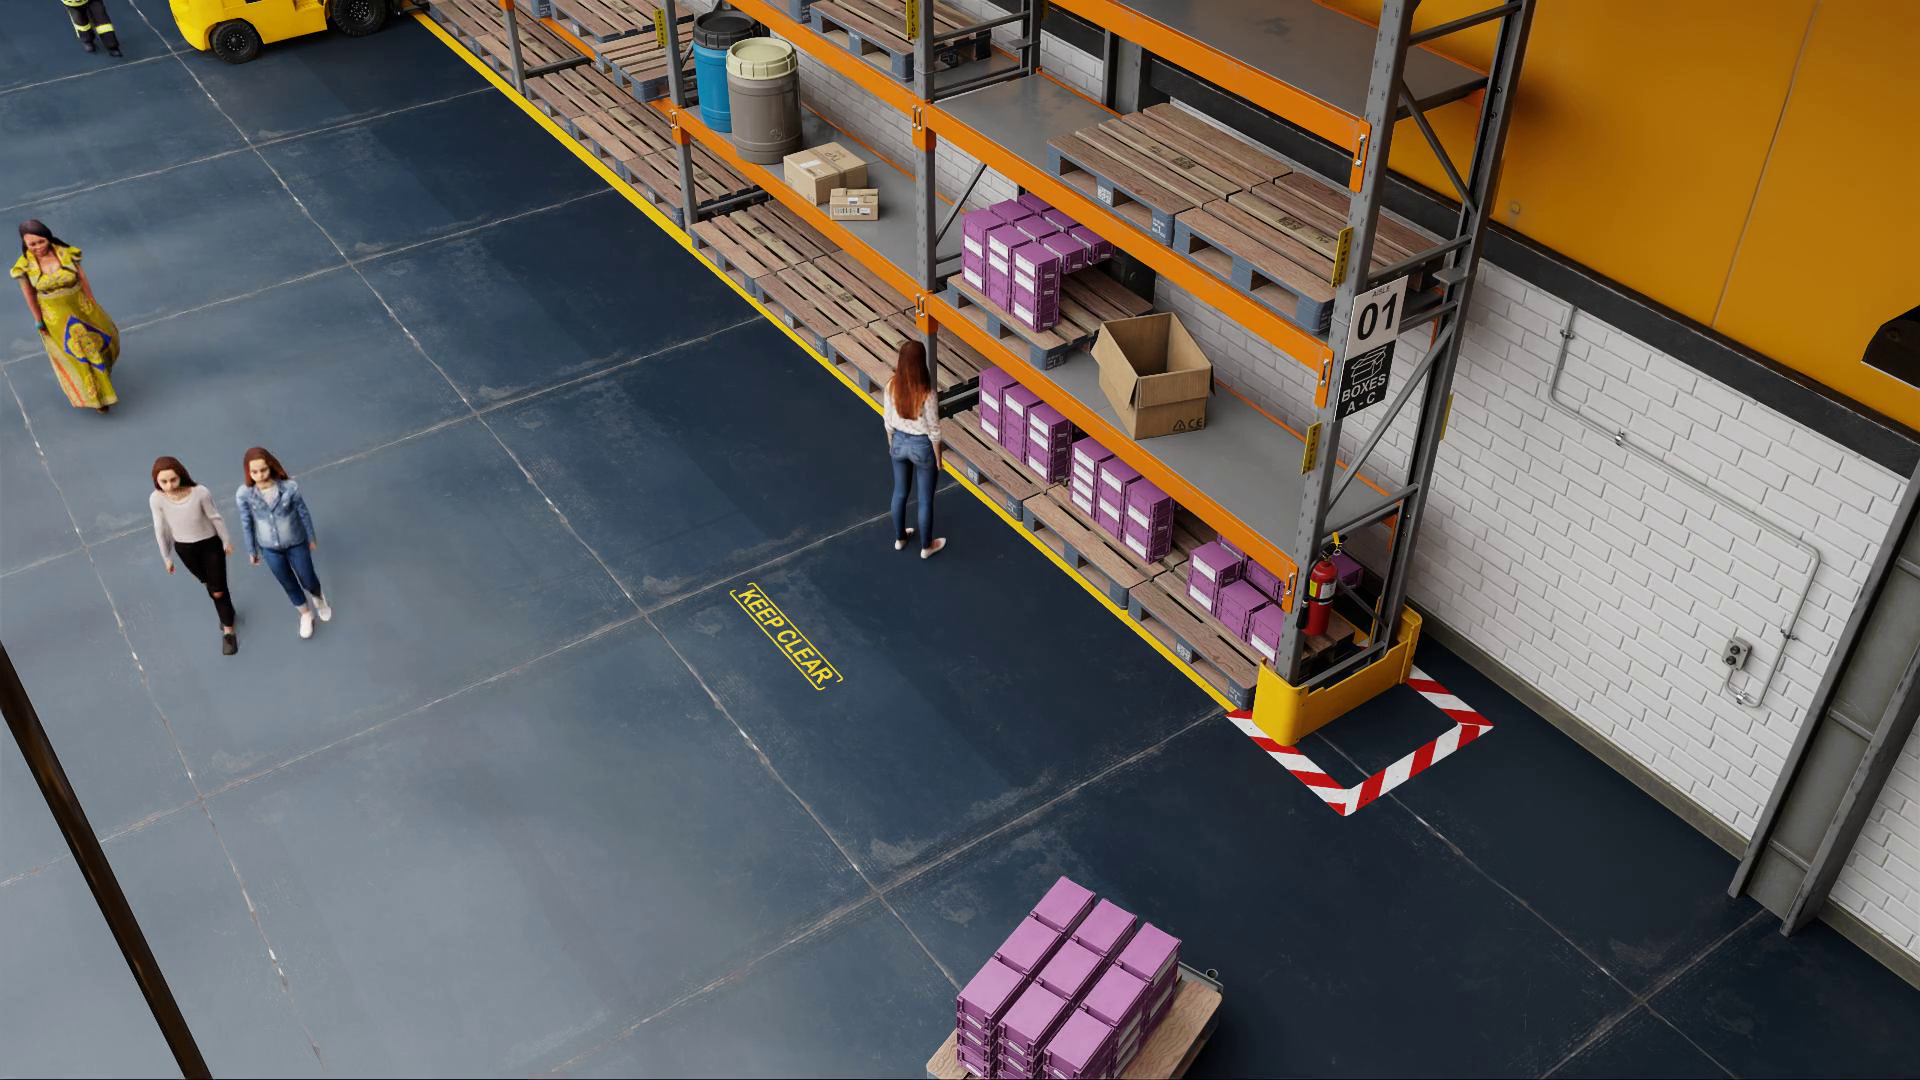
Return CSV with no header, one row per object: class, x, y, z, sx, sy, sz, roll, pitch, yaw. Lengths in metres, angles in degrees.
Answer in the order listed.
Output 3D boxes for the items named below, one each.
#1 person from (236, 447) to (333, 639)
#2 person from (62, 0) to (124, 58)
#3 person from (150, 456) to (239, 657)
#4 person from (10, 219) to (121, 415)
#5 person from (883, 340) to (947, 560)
person,-4.487,-0.025,11.028,0.652,1.469,0.660,-9,39,-11
person,-9.944,-6.336,18.646,0.760,1.825,1.111,-22,44,-25
person,-5.026,0.004,10.997,0.745,1.462,0.894,-8,39,-10
person,-7.055,-1.806,13.116,0.863,1.645,1.093,-30,48,-32
person,-0.323,-0.637,11.586,0.581,1.728,0.709,19,42,22
